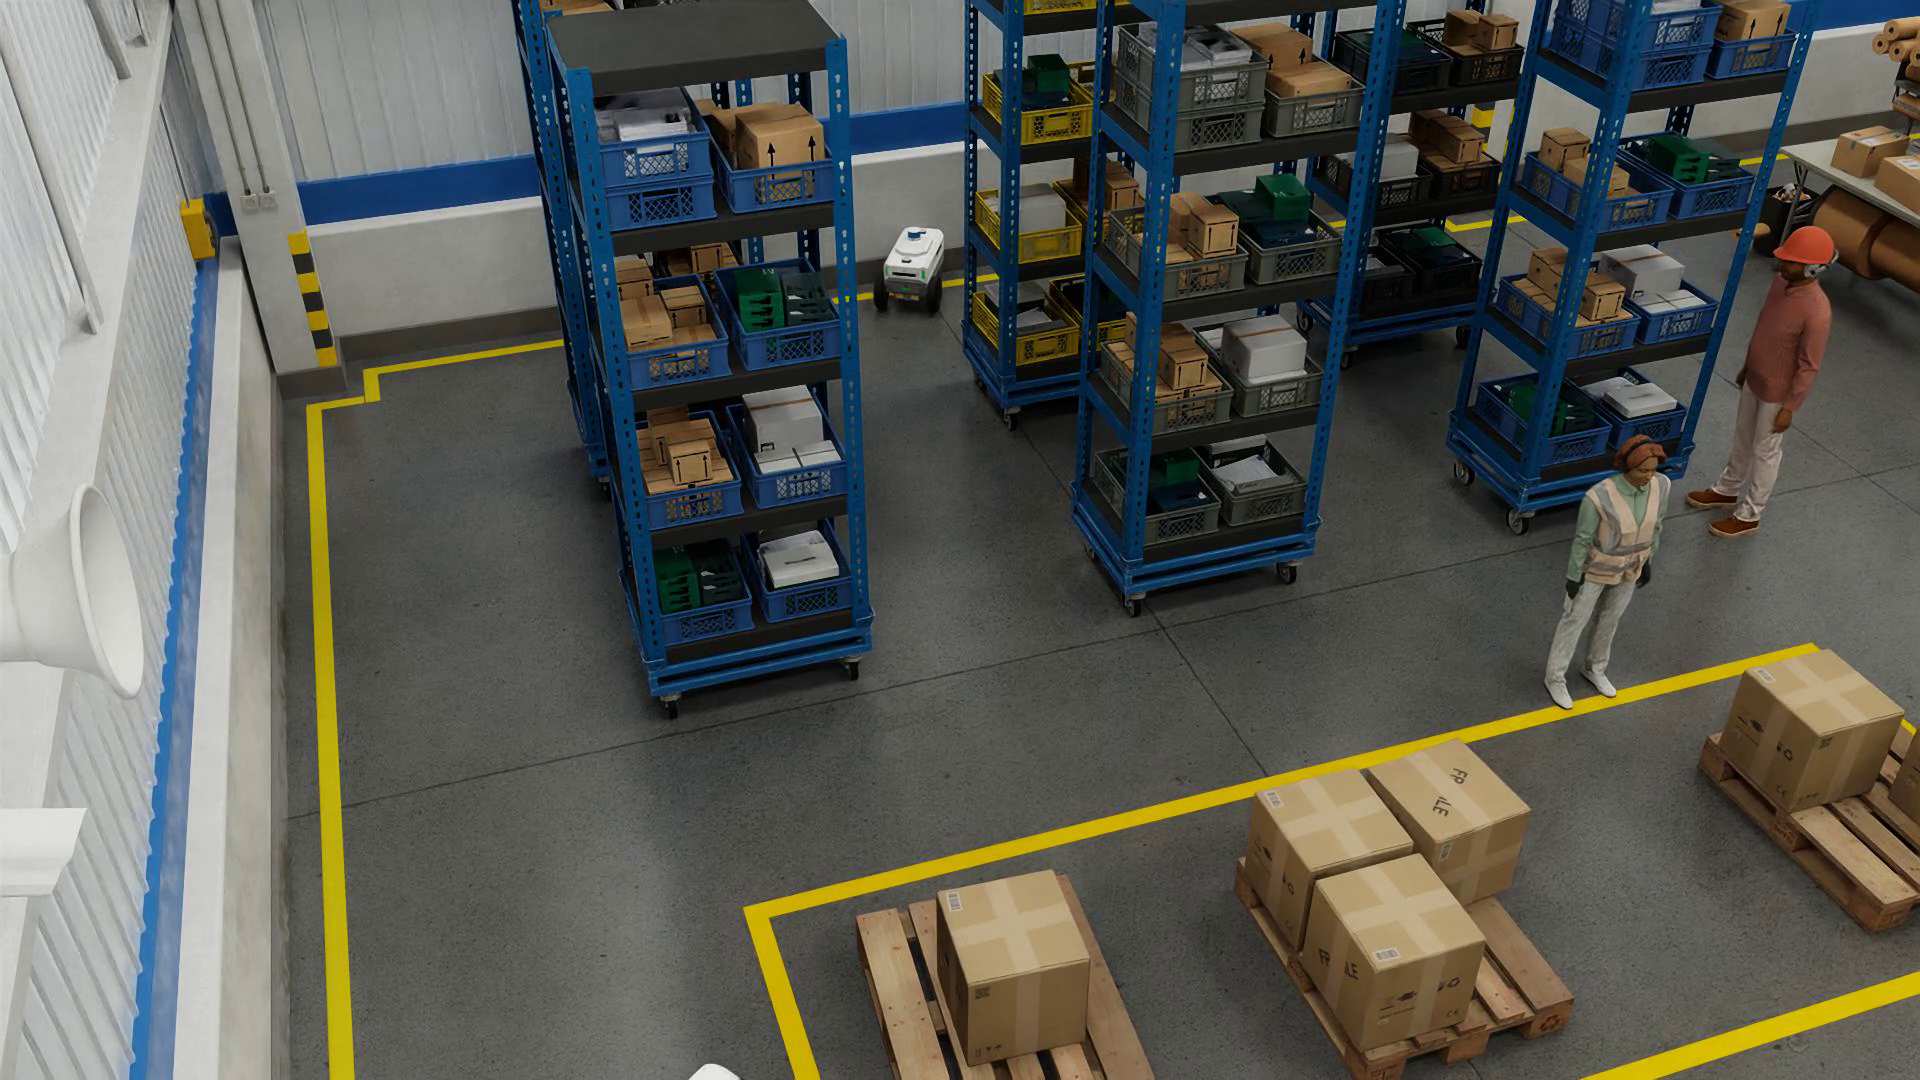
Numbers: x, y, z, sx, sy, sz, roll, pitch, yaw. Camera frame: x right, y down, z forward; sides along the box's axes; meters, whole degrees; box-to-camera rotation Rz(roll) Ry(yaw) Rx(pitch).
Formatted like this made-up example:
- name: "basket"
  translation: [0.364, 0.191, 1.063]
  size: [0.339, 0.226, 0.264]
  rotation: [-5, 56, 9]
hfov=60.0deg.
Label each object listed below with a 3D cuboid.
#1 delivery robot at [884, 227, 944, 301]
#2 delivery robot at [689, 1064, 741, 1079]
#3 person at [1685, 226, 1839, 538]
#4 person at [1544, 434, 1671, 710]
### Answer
- name: "delivery robot"
  translation: [-0.349, -2.165, 12.779]
  size: [0.477, 0.478, 0.707]
  rotation: [7, 36, 9]
- name: "delivery robot"
  translation: [-0.805, 2.336, 6.397]
  size: [0.707, 0.478, 0.477]
  rotation: [24, 42, 30]
- name: "person"
  translation: [4.799, -0.930, 9.865]
  size: [0.389, 1.996, 0.612]
  rotation: [0, 35, -1]
- name: "person"
  translation: [3.363, 0.158, 8.636]
  size: [0.513, 1.631, 0.310]
  rotation: [-11, 37, -16]
